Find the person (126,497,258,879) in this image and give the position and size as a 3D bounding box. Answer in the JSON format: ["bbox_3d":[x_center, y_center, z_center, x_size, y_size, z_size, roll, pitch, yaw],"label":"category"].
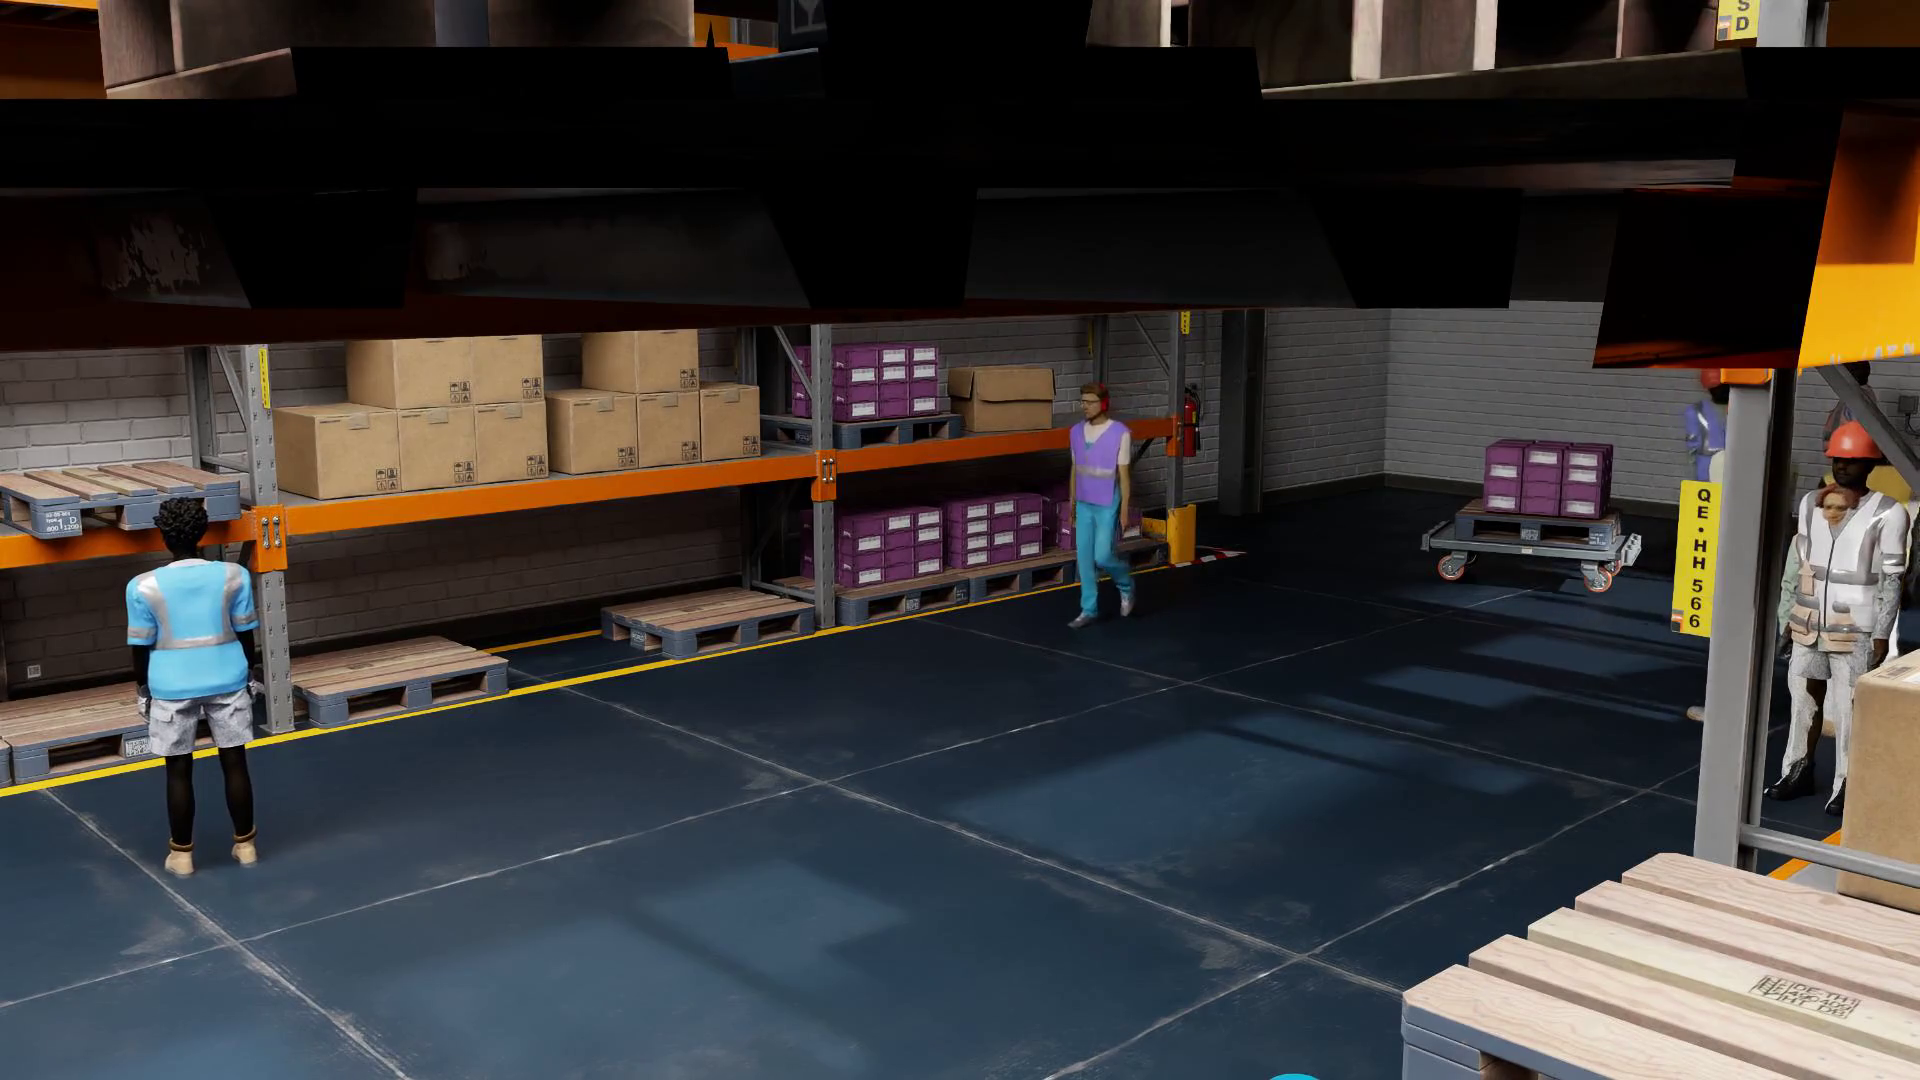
[{"bbox_3d":[-3.366,0.653,7.344,0.534,1.694,0.321,-6,12,-33],"label":"person"}]

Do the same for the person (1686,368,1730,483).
[{"bbox_3d":[6.159,-0.511,13.530,0.549,1.906,0.455,2,10,9],"label":"person"}]

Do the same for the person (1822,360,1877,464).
[{"bbox_3d":[7.952,-0.715,14.907,0.429,1.845,0.622,5,11,27],"label":"person"}]

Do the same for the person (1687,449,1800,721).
[{"bbox_3d":[4.605,0.102,9.788,0.644,1.977,0.422,-3,10,-19],"label":"person"}]

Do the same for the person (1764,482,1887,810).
[{"bbox_3d":[4.315,0.523,8.255,0.307,1.637,0.525,-7,12,-35],"label":"person"}]

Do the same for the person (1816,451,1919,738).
[{"bbox_3d":[5.101,0.223,9.430,0.638,1.844,0.429,0,10,1],"label":"person"}]

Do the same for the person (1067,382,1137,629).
[{"bbox_3d":[1.048,-0.258,12.271,0.534,1.825,0.581,-9,13,-43],"label":"person"}]

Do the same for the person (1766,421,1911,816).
[{"bbox_3d":[4.329,0.382,8.195,0.352,1.942,0.546,-7,12,-34],"label":"person"}]
